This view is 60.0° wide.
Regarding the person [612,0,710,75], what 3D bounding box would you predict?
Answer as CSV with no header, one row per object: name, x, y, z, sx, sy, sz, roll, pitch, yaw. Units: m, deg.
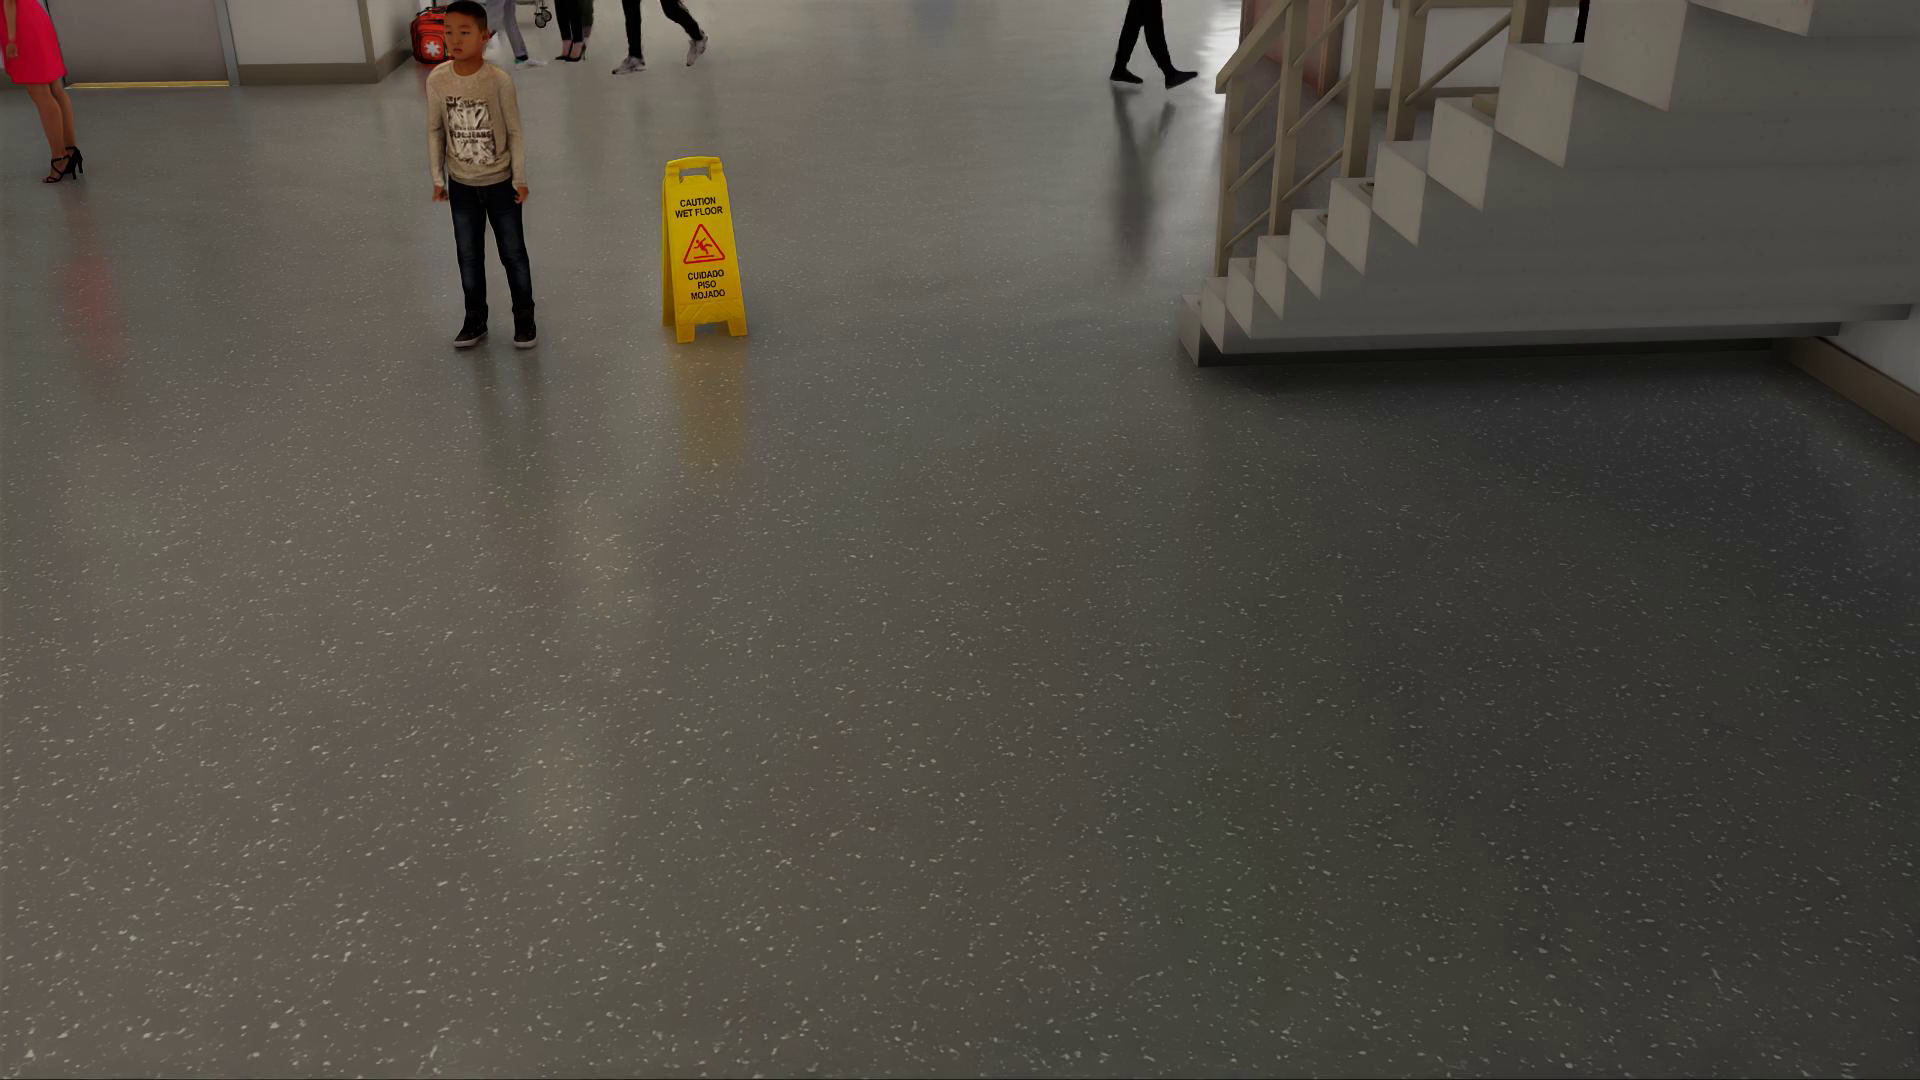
person,-2.363,-4.615,13.096,1.144,1.803,1.222,18,31,33

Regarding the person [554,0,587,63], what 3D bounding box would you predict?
person,-3.237,-4.812,13.609,0.653,1.711,0.729,23,34,39

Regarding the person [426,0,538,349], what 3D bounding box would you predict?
person,-2.045,-1.557,7.144,0.568,1.463,0.510,0,26,0

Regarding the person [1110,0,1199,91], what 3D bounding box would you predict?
person,1.326,-4.276,12.489,1.095,1.718,1.088,17,30,31

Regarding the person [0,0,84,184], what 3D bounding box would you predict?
person,-5.523,-3.015,9.863,0.625,1.728,0.468,-2,26,-3

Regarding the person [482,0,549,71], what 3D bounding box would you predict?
person,-3.666,-4.484,12.816,1.107,1.810,1.102,-21,33,-36
